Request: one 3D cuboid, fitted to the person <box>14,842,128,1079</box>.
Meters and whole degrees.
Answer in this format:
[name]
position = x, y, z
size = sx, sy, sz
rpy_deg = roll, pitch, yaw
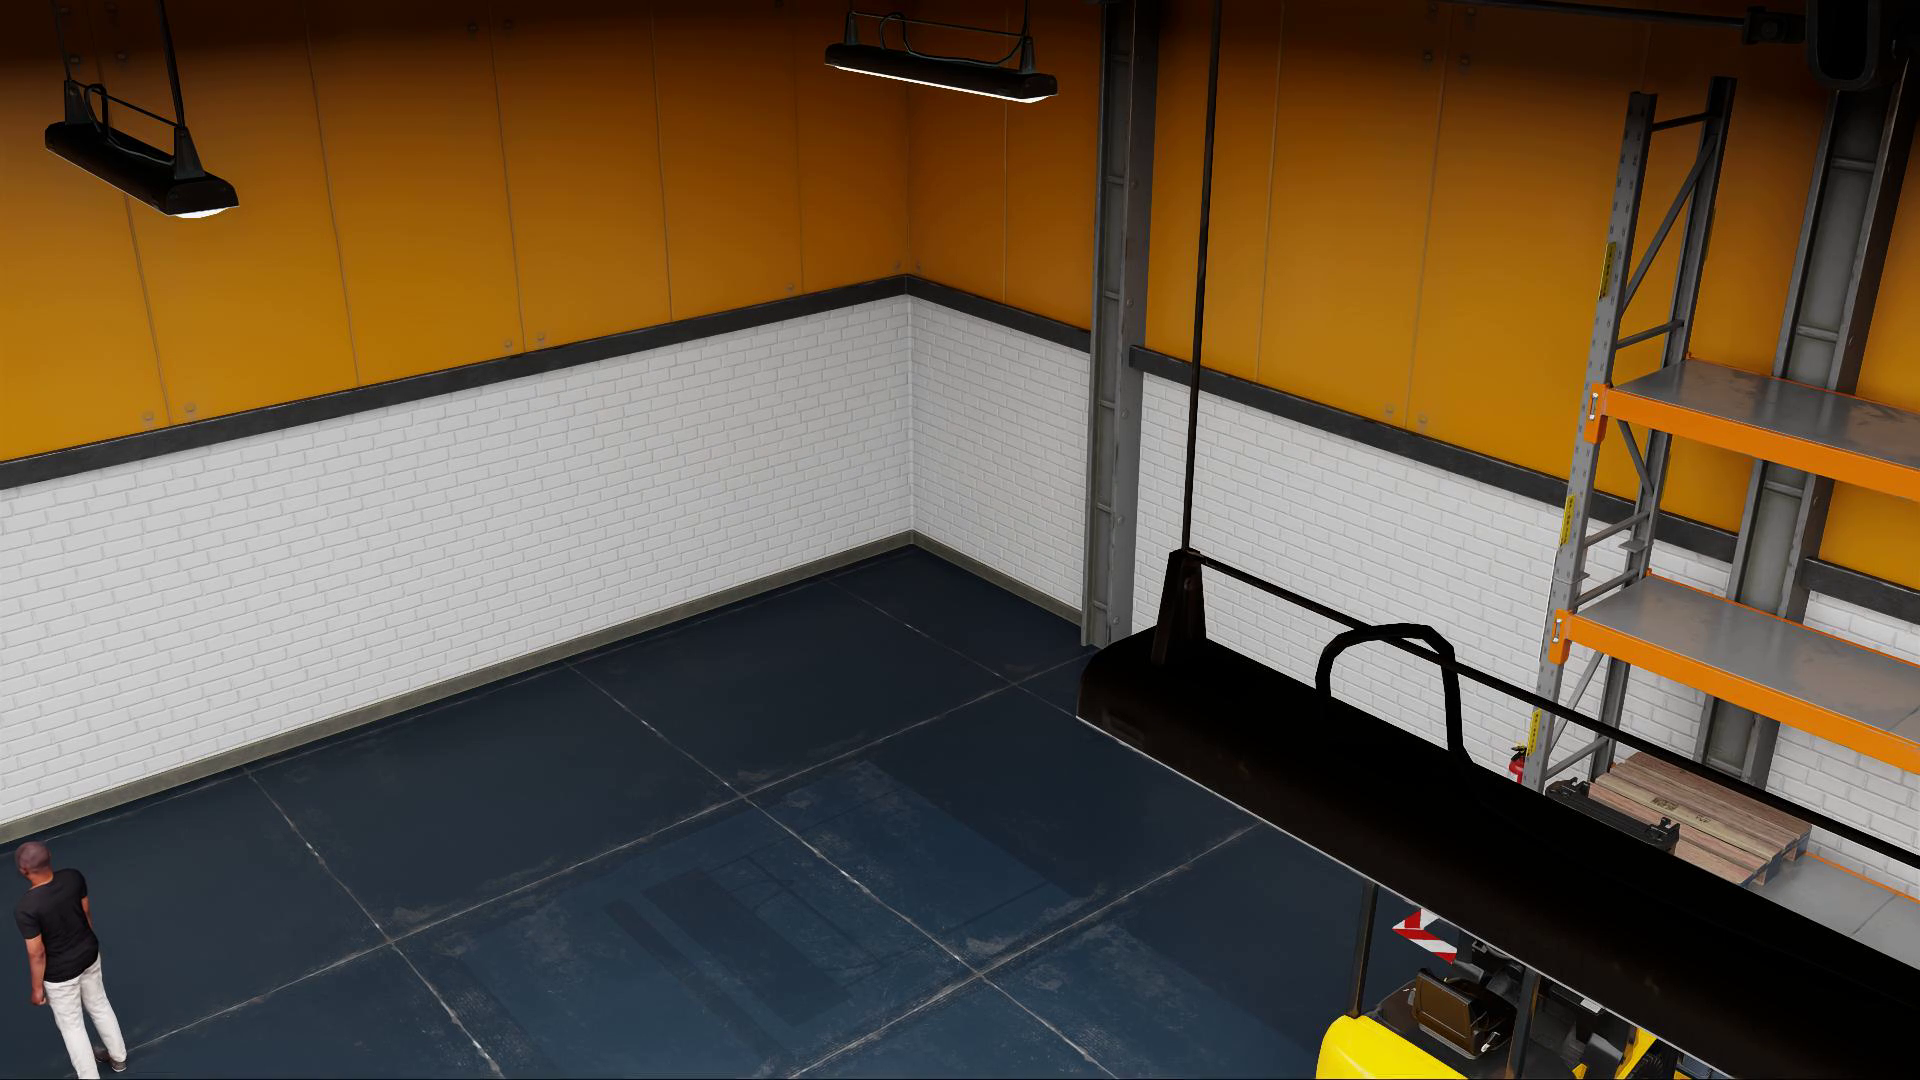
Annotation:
[person]
position = -5.503, 2.631, 10.267
size = 0.788, 1.803, 0.763
rpy_deg = 6, 24, 14
